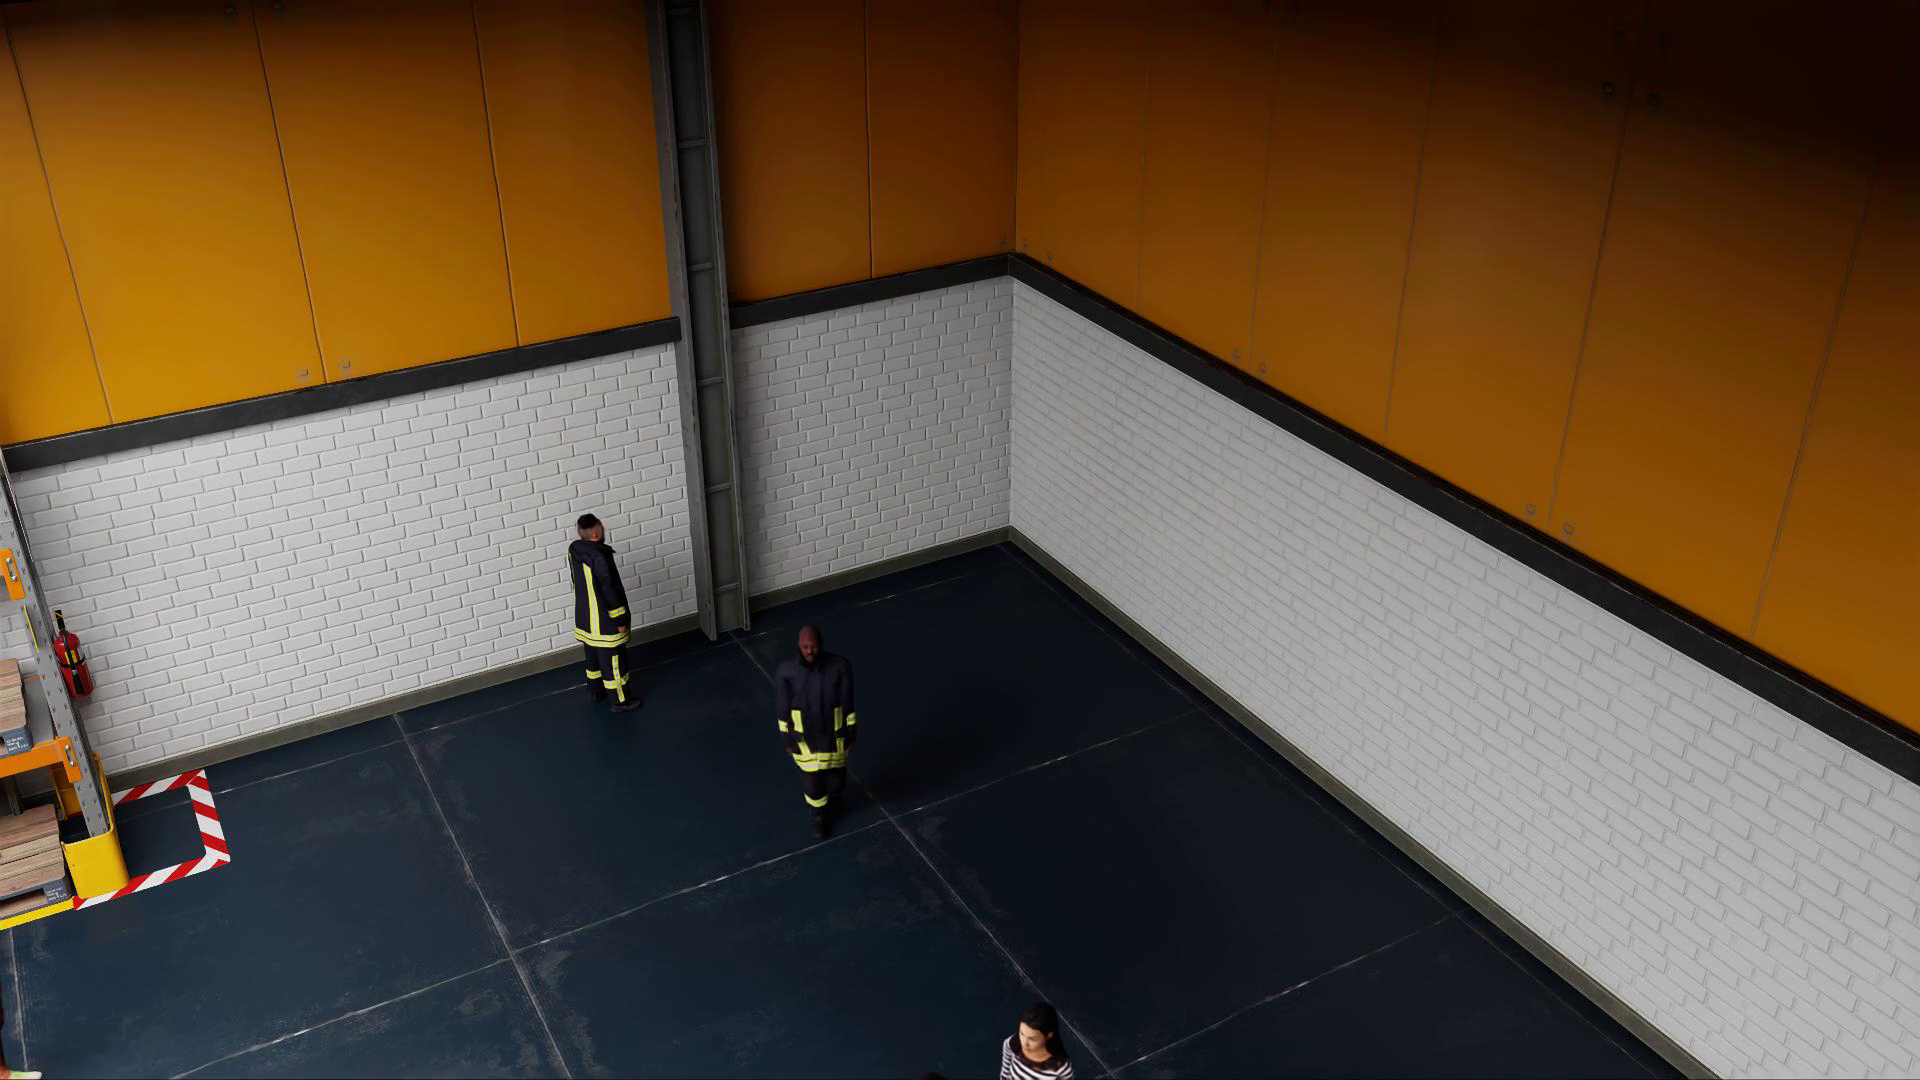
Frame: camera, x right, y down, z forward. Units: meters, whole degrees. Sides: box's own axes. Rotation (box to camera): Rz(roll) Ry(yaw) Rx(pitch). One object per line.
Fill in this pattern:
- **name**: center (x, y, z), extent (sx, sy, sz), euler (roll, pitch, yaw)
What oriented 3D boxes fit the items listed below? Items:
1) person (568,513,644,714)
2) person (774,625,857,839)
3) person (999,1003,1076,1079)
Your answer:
- **person**: center (-2.997, 0.578, 13.871), extent (0.821, 1.860, 0.785), euler (26, 38, 38)
- **person**: center (-1.073, 1.362, 12.485), extent (0.957, 1.811, 0.999), euler (-3, 29, -5)
- **person**: center (0.420, 3.216, 9.104), extent (0.668, 1.795, 0.675), euler (15, 32, 25)
